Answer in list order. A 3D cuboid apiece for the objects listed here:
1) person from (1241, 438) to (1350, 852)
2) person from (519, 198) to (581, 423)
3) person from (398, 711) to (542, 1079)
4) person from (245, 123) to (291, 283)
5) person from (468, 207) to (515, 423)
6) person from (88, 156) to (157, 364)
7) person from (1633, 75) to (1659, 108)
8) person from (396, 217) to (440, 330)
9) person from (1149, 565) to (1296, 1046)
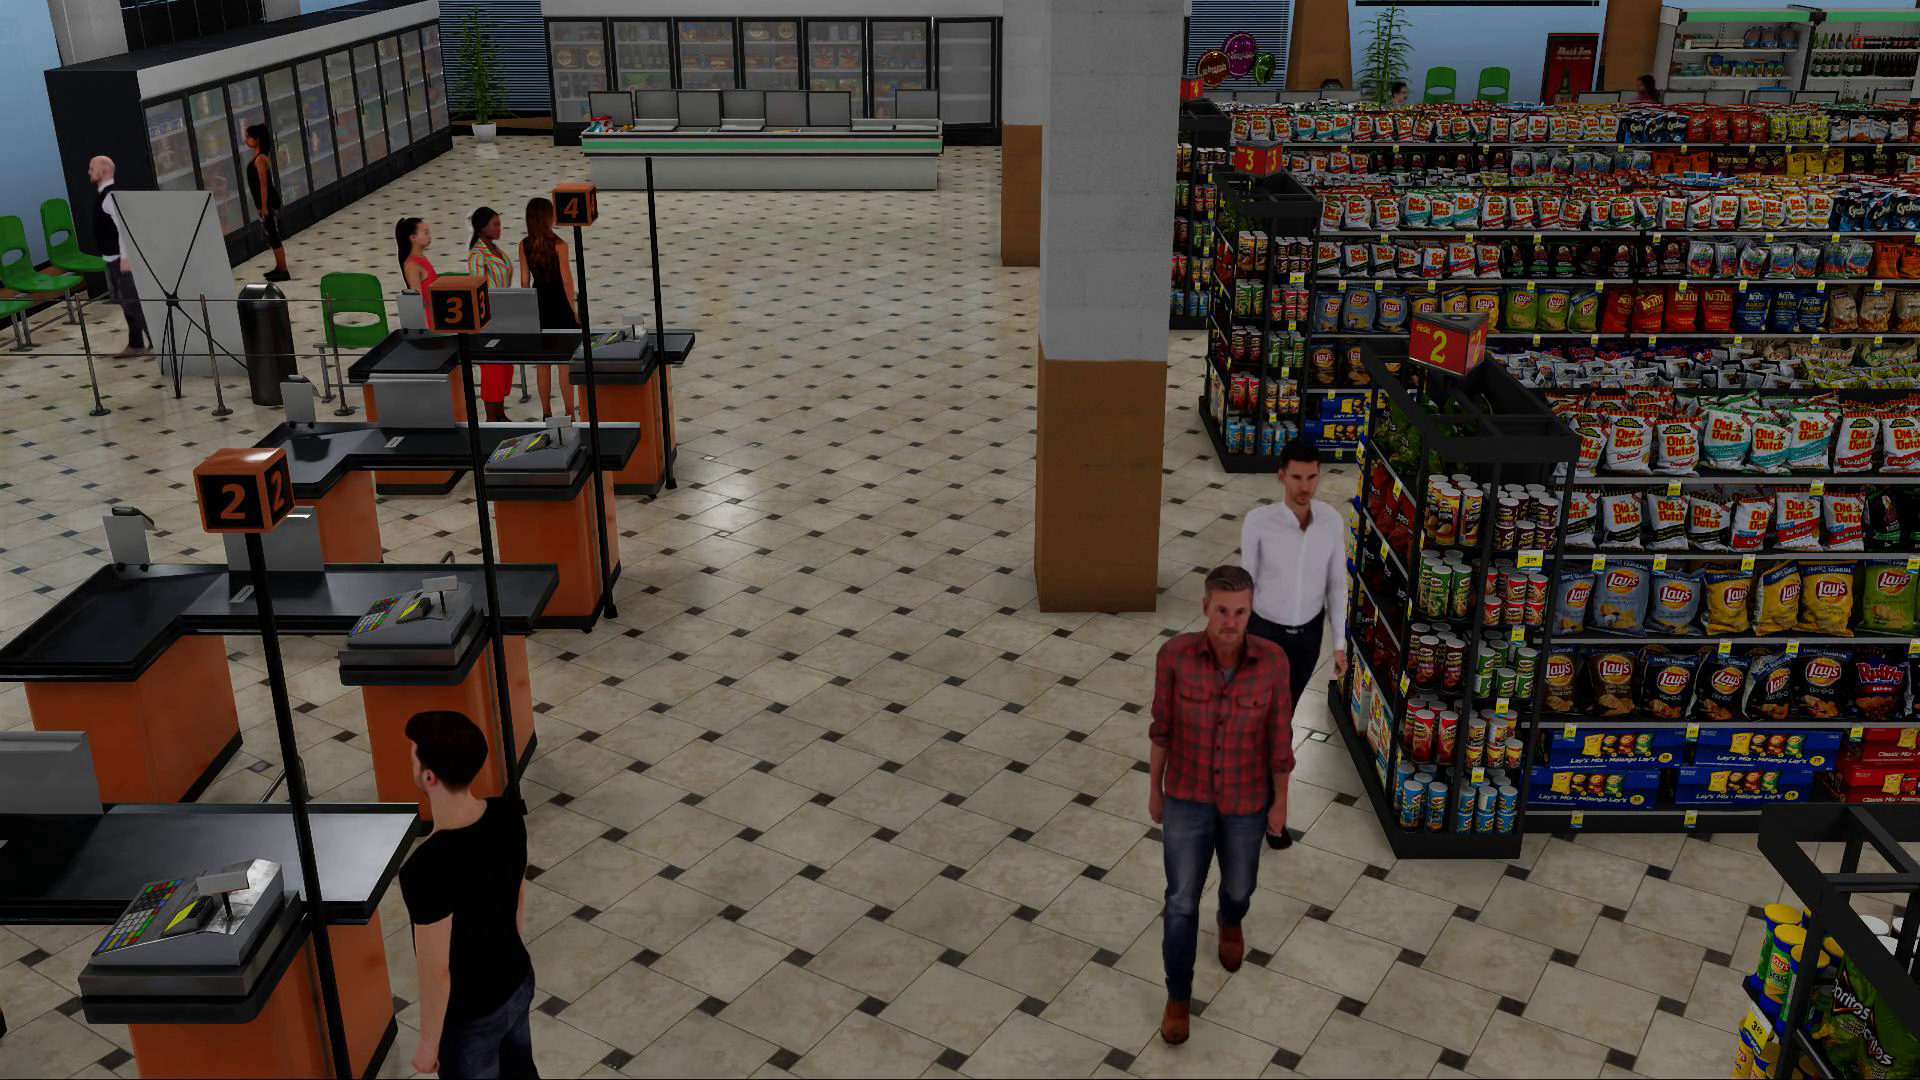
[{"bbox_3d":[1.463,0.381,7.627,1.055,1.838,0.794,-4,22,-10],"label":"person"},{"bbox_3d":[-3.166,-1.719,12.858,0.524,1.834,0.681,4,22,9],"label":"person"},{"bbox_3d":[-1.452,1.383,5.055,0.694,1.897,0.737,7,23,17],"label":"person"},{"bbox_3d":[-7.424,-3.621,17.822,0.633,1.662,0.639,-9,24,-22],"label":"person"},{"bbox_3d":[-3.577,-1.659,12.765,0.541,1.793,0.607,2,22,4],"label":"person"},{"bbox_3d":[-7.453,-2.505,14.823,0.886,1.829,0.846,-14,26,-30],"label":"person"},{"bbox_3d":[8.881,-5.130,21.559,1.154,1.676,0.826,-7,23,-17],"label":"person"},{"bbox_3d":[-4.090,-1.614,12.741,0.601,1.727,0.640,-3,22,-7],"label":"person"},{"bbox_3d":[0.981,0.923,6.309,0.985,1.814,0.832,2,22,6],"label":"person"}]
